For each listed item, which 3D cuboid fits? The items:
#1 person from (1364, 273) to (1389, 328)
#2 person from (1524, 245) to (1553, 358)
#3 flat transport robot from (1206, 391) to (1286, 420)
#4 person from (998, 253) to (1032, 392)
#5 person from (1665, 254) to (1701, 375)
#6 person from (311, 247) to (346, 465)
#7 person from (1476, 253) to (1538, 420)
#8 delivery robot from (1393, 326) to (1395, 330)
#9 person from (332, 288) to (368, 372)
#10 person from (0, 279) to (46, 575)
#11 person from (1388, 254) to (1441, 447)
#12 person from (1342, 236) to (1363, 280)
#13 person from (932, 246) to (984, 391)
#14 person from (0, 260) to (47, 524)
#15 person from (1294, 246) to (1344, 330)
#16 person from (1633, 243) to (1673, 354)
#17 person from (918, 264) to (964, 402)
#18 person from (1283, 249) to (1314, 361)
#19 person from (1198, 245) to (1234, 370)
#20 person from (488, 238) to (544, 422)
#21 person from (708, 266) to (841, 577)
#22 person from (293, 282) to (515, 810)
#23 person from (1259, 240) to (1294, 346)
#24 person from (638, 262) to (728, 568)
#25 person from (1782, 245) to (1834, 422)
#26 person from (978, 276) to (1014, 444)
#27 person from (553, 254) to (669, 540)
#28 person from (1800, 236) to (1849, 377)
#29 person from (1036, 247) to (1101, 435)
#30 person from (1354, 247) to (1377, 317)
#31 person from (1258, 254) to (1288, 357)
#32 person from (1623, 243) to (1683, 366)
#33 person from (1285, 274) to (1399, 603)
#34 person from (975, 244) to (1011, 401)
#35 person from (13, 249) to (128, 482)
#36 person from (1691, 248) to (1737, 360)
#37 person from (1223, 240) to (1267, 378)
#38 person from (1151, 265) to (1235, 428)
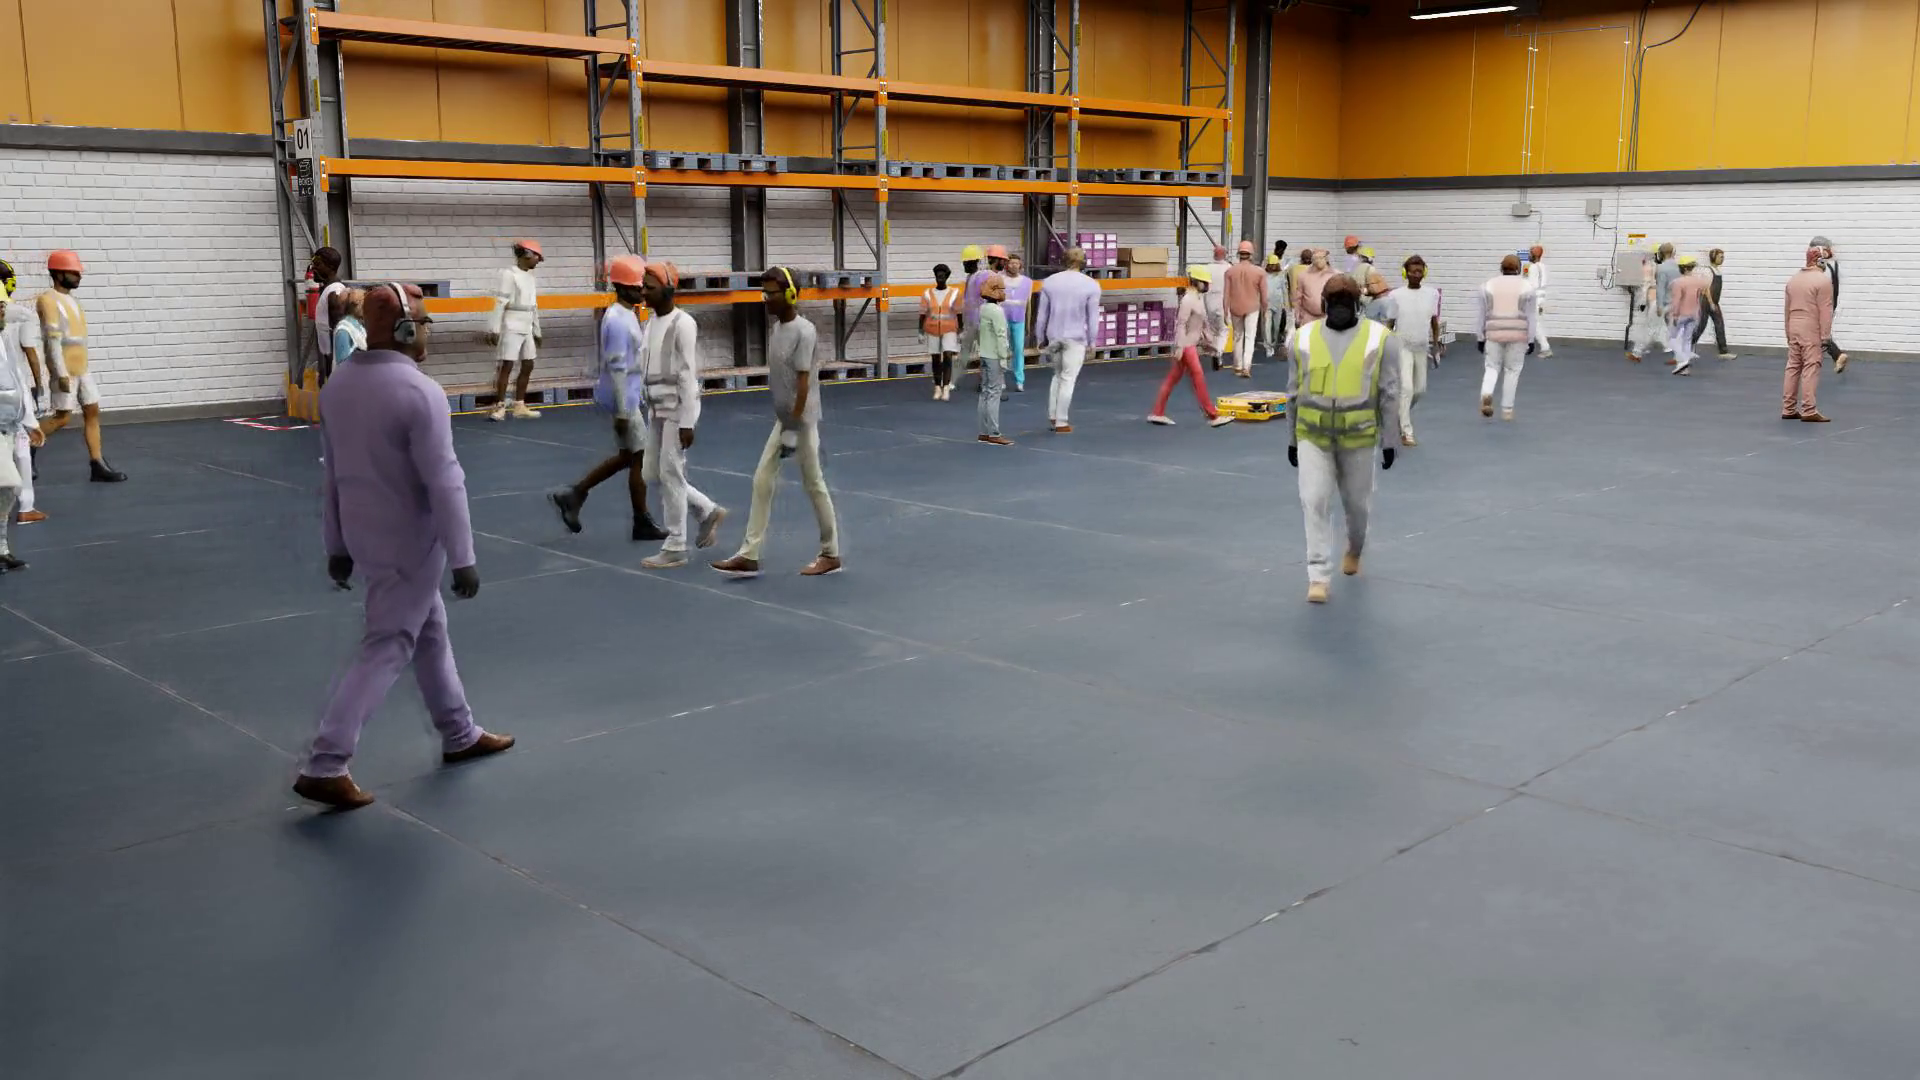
[{"bbox_3d":[4.555,-2.092,18.119,0.350,1.615,0.504,-2,11,-11],"label":"person"},{"bbox_3d":[9.517,-3.935,27.536,0.629,1.886,0.605,6,12,32],"label":"person"},{"bbox_3d":[3.366,-1.521,18.665,0.652,0.197,1.431,7,12,33],"label":"flat transport robot"},{"bbox_3d":[0.656,-2.862,21.825,0.580,1.805,0.968,-2,11,-8],"label":"person"},{"bbox_3d":[10.458,-3.248,24.045,0.530,1.752,0.356,-4,11,-20],"label":"person"},{"bbox_3d":[-5.495,-1.612,14.663,0.392,1.922,0.591,-5,11,-25],"label":"person"},{"bbox_3d":[5.965,-2.208,18.179,0.631,1.827,0.536,5,12,26],"label":"person"},{"bbox_3d":[7.467,-3.666,29.332,0.707,0.478,0.477,-1,10,-5],"label":"delivery robot"},{"bbox_3d":[-4.603,-1.140,12.914,0.666,1.617,0.528,-2,11,-12],"label":"person"},{"bbox_3d":[-5.758,-0.682,9.882,0.436,1.811,0.612,-1,10,-6],"label":"person"},{"bbox_3d":[4.400,-1.857,16.213,0.518,1.846,0.751,-1,10,-3],"label":"person"},{"bbox_3d":[7.123,-4.584,30.637,0.730,2.004,0.626,7,12,32],"label":"person"},{"bbox_3d":[0.107,-2.845,21.497,1.000,1.872,0.604,-1,10,-8],"label":"person"},{"bbox_3d":[-6.711,-1.031,11.683,0.531,1.855,0.345,-2,11,-9],"label":"person"},{"bbox_3d":[4.754,-2.941,21.998,0.658,1.886,0.603,2,11,12],"label":"person"},{"bbox_3d":[11.954,-4.102,28.356,0.592,1.883,0.958,-9,14,-42],"label":"person"},{"bbox_3d":[-0.249,-2.511,20.218,0.555,1.666,0.704,2,11,10],"label":"person"},{"bbox_3d":[5.507,-3.764,26.722,0.620,1.811,0.785,7,13,34],"label":"person"},{"bbox_3d":[3.892,-3.493,25.022,0.655,1.886,0.800,5,11,24],"label":"person"},{"bbox_3d":[-4.869,-2.288,18.179,0.462,1.991,0.798,4,11,22],"label":"person"},{"bbox_3d":[-1.068,-0.662,9.707,0.891,1.830,0.532,-7,12,-33],"label":"person"},{"bbox_3d":[-2.056,0.004,6.024,0.663,1.865,0.987,8,13,39],"label":"person"},{"bbox_3d":[5.828,-4.534,30.565,0.659,1.925,0.633,4,11,23],"label":"person"},{"bbox_3d":[-1.722,-0.768,10.227,0.561,1.869,0.583,-8,13,-36],"label":"person"},{"bbox_3d":[9.282,-2.244,18.142,0.403,1.911,0.637,-2,11,-11],"label":"person"},{"bbox_3d":[0.330,-1.744,16.168,0.286,1.633,0.499,-4,11,-22],"label":"person"},{"bbox_3d":[-2.282,-0.916,10.908,0.725,1.908,0.575,-2,11,-10],"label":"person"},{"bbox_3d":[12.264,-3.329,23.698,0.692,2.000,0.709,-7,12,-32],"label":"person"},{"bbox_3d":[1.115,-2.021,16.944,0.639,1.902,0.595,6,12,28],"label":"person"},{"bbox_3d":[7.455,-4.447,30.465,0.814,1.792,0.595,-7,13,-35],"label":"person"},{"bbox_3d":[5.249,-3.947,27.973,0.495,1.713,0.837,1,10,5],"label":"person"},{"bbox_3d":[10.938,-3.670,25.969,0.659,1.885,0.997,-8,13,-37],"label":"person"},{"bbox_3d":[2.144,-0.590,9.376,0.635,1.815,0.795,4,11,19],"label":"person"},{"bbox_3d":[0.450,-2.626,20.219,0.455,1.915,0.554,-1,10,-6],"label":"person"},{"bbox_3d":[-7.317,-1.406,13.547,0.808,1.917,0.552,0,10,3],"label":"person"},{"bbox_3d":[12.285,-3.855,27.203,0.518,1.825,0.748,-8,13,-38],"label":"person"},{"bbox_3d":[4.069,-3.296,23.782,0.617,1.962,0.977,3,11,17],"label":"person"},{"bbox_3d":[2.452,-2.030,17.507,0.936,1.696,0.541,4,11,19],"label":"person"}]
